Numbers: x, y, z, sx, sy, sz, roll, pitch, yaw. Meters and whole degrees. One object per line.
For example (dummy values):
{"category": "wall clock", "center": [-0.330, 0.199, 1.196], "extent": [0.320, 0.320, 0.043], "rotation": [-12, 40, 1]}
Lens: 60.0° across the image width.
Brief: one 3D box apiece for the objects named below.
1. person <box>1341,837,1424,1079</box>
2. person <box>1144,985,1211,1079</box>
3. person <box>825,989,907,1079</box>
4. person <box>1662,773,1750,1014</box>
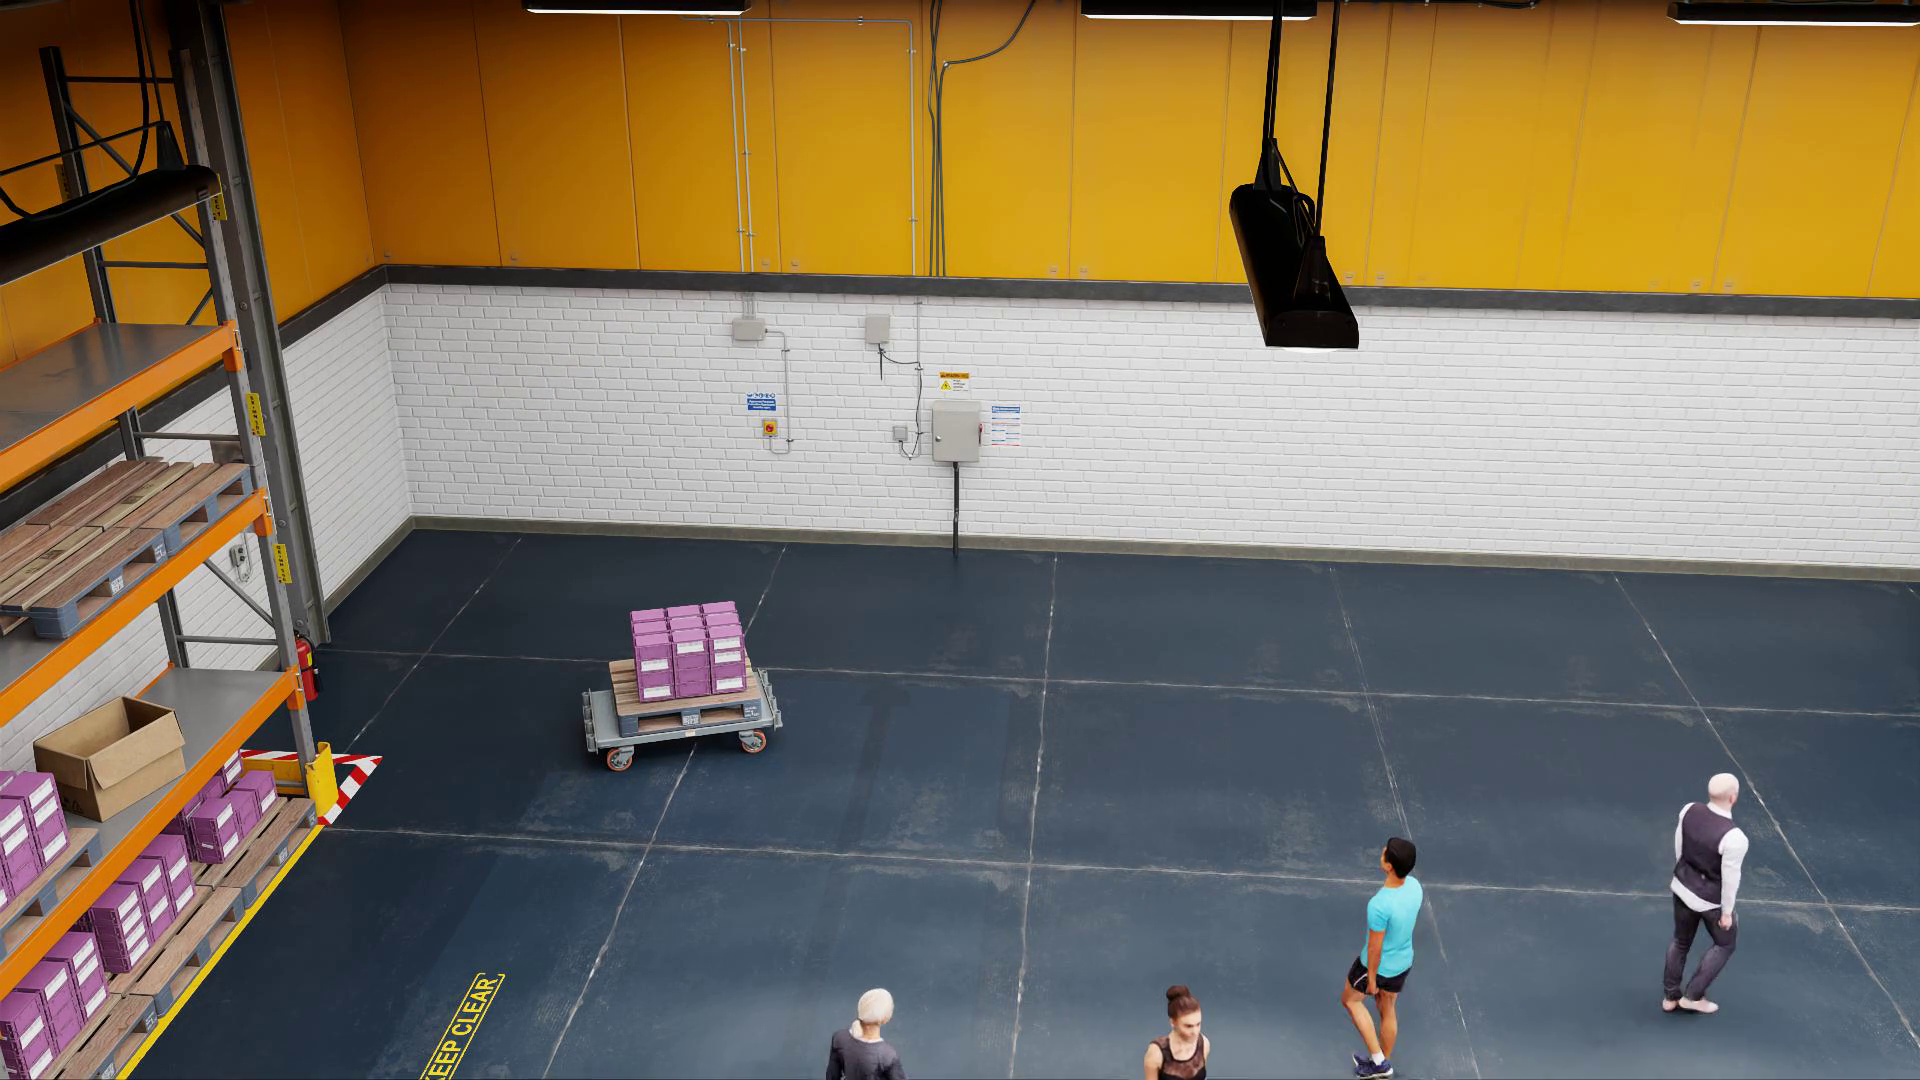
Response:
{"category": "person", "center": [2.712, 2.659, 10.319], "extent": [0.765, 1.763, 0.818], "rotation": [-17, 29, -33]}
{"category": "person", "center": [1.136, 3.183, 9.270], "extent": [0.841, 1.642, 1.145], "rotation": [-7, 25, -16]}
{"category": "person", "center": [-0.553, 3.231, 9.103], "extent": [0.896, 1.687, 1.142], "rotation": [10, 26, 22]}
{"category": "person", "center": [4.821, 2.364, 10.930], "extent": [0.878, 1.814, 0.751], "rotation": [-10, 25, -21]}
